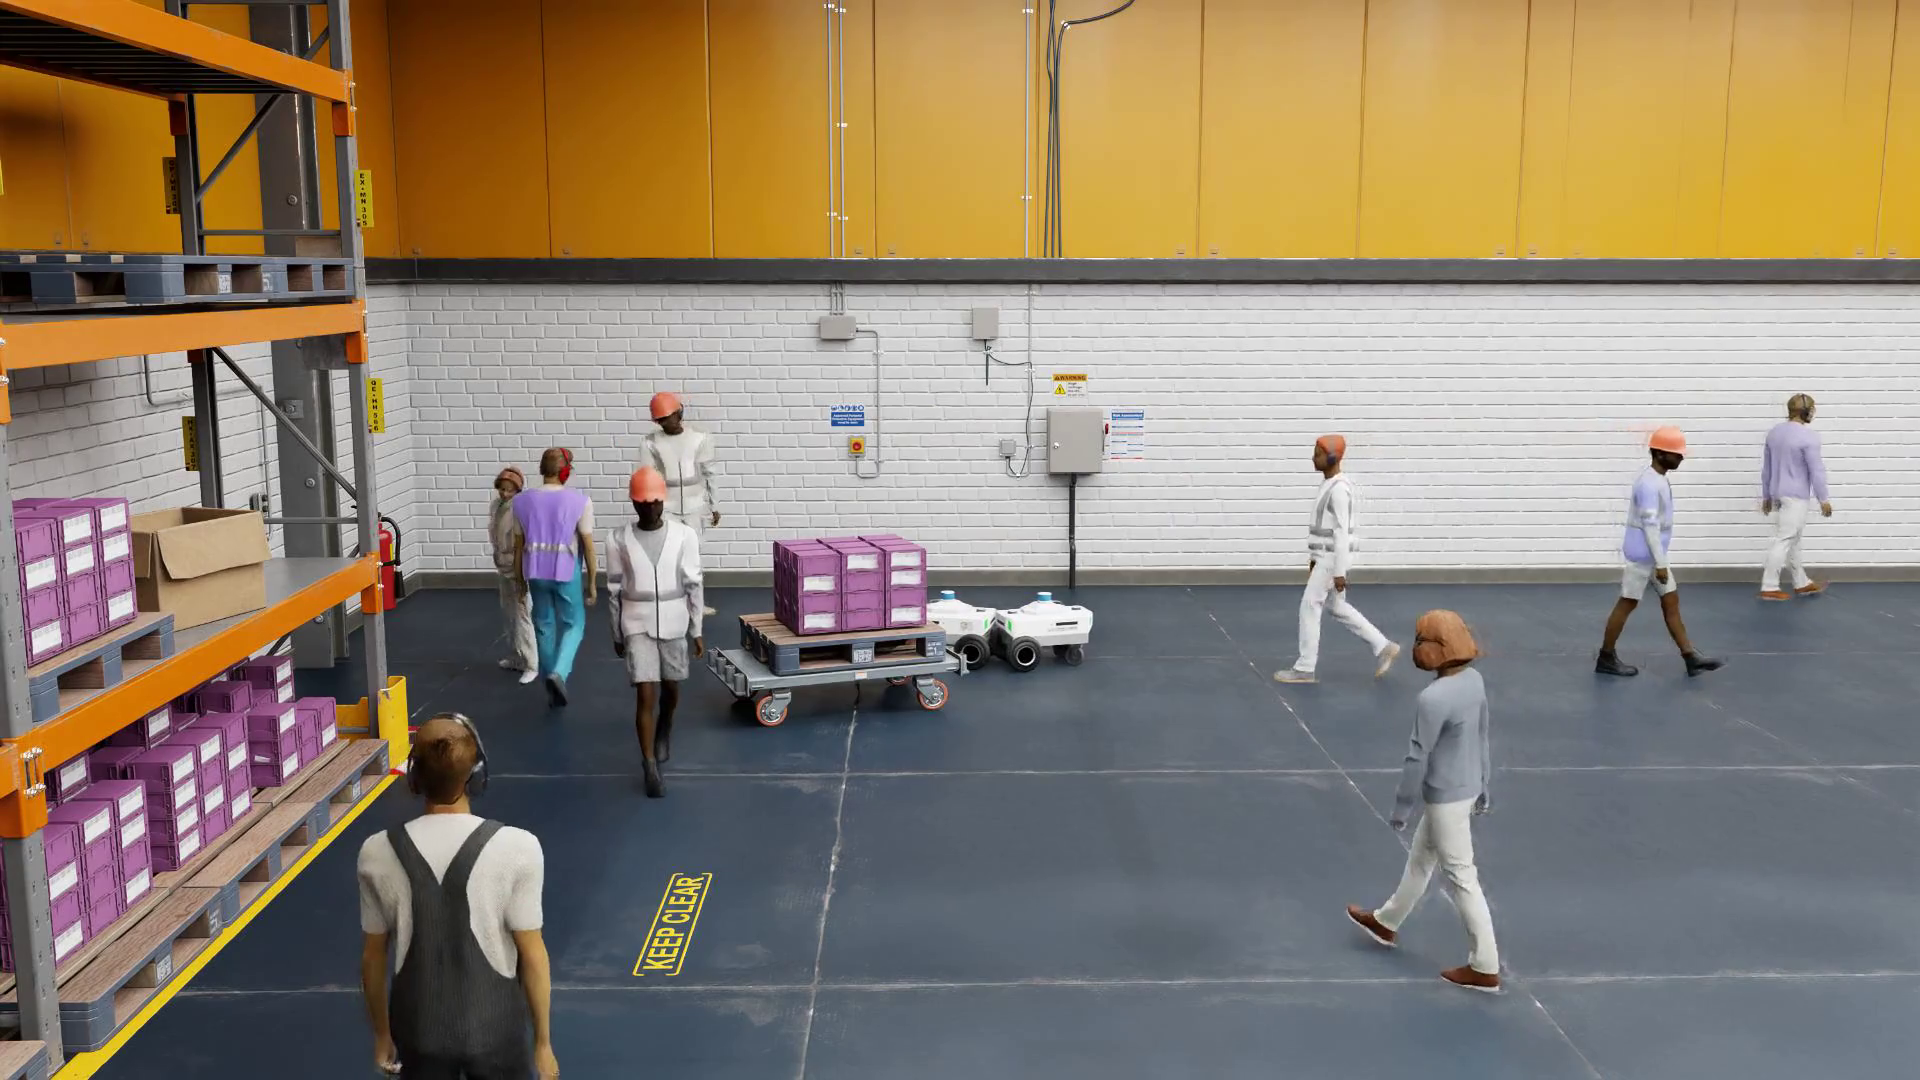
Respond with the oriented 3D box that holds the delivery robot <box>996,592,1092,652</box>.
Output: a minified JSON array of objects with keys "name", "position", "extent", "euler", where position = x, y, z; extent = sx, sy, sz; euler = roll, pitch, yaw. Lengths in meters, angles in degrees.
[{"name":"delivery robot","position":[0.647,0.643,12.740],"extent":[0.707,0.478,0.477],"euler":[-3,10,-17]}]

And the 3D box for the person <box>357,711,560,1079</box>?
[{"name":"person","position":[-1.395,1.359,4.748],"extent":[0.541,1.822,0.759],"euler":[-1,9,-4]}]

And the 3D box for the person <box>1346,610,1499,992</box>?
[{"name":"person","position":[1.989,1.083,7.133],"extent":[0.831,1.588,0.519],"euler":[7,12,38]}]

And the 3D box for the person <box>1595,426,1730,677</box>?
[{"name":"person","position":[5.186,0.112,12.204],"extent":[0.965,1.885,0.556],"euler":[6,11,31]}]

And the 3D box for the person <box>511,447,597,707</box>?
[{"name":"person","position":[-2.783,0.276,11.385],"extent":[0.582,1.823,0.539],"euler":[0,9,1]}]

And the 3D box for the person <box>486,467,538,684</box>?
[{"name":"person","position":[-3.288,0.247,12.228],"extent":[0.384,1.605,0.656],"euler":[-8,12,-42]}]

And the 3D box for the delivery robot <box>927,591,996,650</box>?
[{"name":"delivery robot","position":[-0.094,0.634,12.794],"extent":[0.707,0.478,0.477],"euler":[2,9,12]}]

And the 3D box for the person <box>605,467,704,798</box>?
[{"name":"person","position":[-1.812,0.493,9.855],"extent":[0.545,1.907,0.908],"euler":[-3,10,-17]}]

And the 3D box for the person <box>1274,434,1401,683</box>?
[{"name":"person","position":[2.782,0.144,12.132],"extent":[0.846,1.856,0.579],"euler":[2,9,11]}]

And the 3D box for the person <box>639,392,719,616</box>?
[{"name":"person","position":[-2.410,-0.279,14.304],"extent":[0.683,1.994,0.530],"euler":[-3,10,-20]}]

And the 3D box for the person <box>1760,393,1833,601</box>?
[{"name":"person","position":[7.687,-0.383,15.233],"extent":[0.652,1.933,0.642],"euler":[-1,9,-6]}]
